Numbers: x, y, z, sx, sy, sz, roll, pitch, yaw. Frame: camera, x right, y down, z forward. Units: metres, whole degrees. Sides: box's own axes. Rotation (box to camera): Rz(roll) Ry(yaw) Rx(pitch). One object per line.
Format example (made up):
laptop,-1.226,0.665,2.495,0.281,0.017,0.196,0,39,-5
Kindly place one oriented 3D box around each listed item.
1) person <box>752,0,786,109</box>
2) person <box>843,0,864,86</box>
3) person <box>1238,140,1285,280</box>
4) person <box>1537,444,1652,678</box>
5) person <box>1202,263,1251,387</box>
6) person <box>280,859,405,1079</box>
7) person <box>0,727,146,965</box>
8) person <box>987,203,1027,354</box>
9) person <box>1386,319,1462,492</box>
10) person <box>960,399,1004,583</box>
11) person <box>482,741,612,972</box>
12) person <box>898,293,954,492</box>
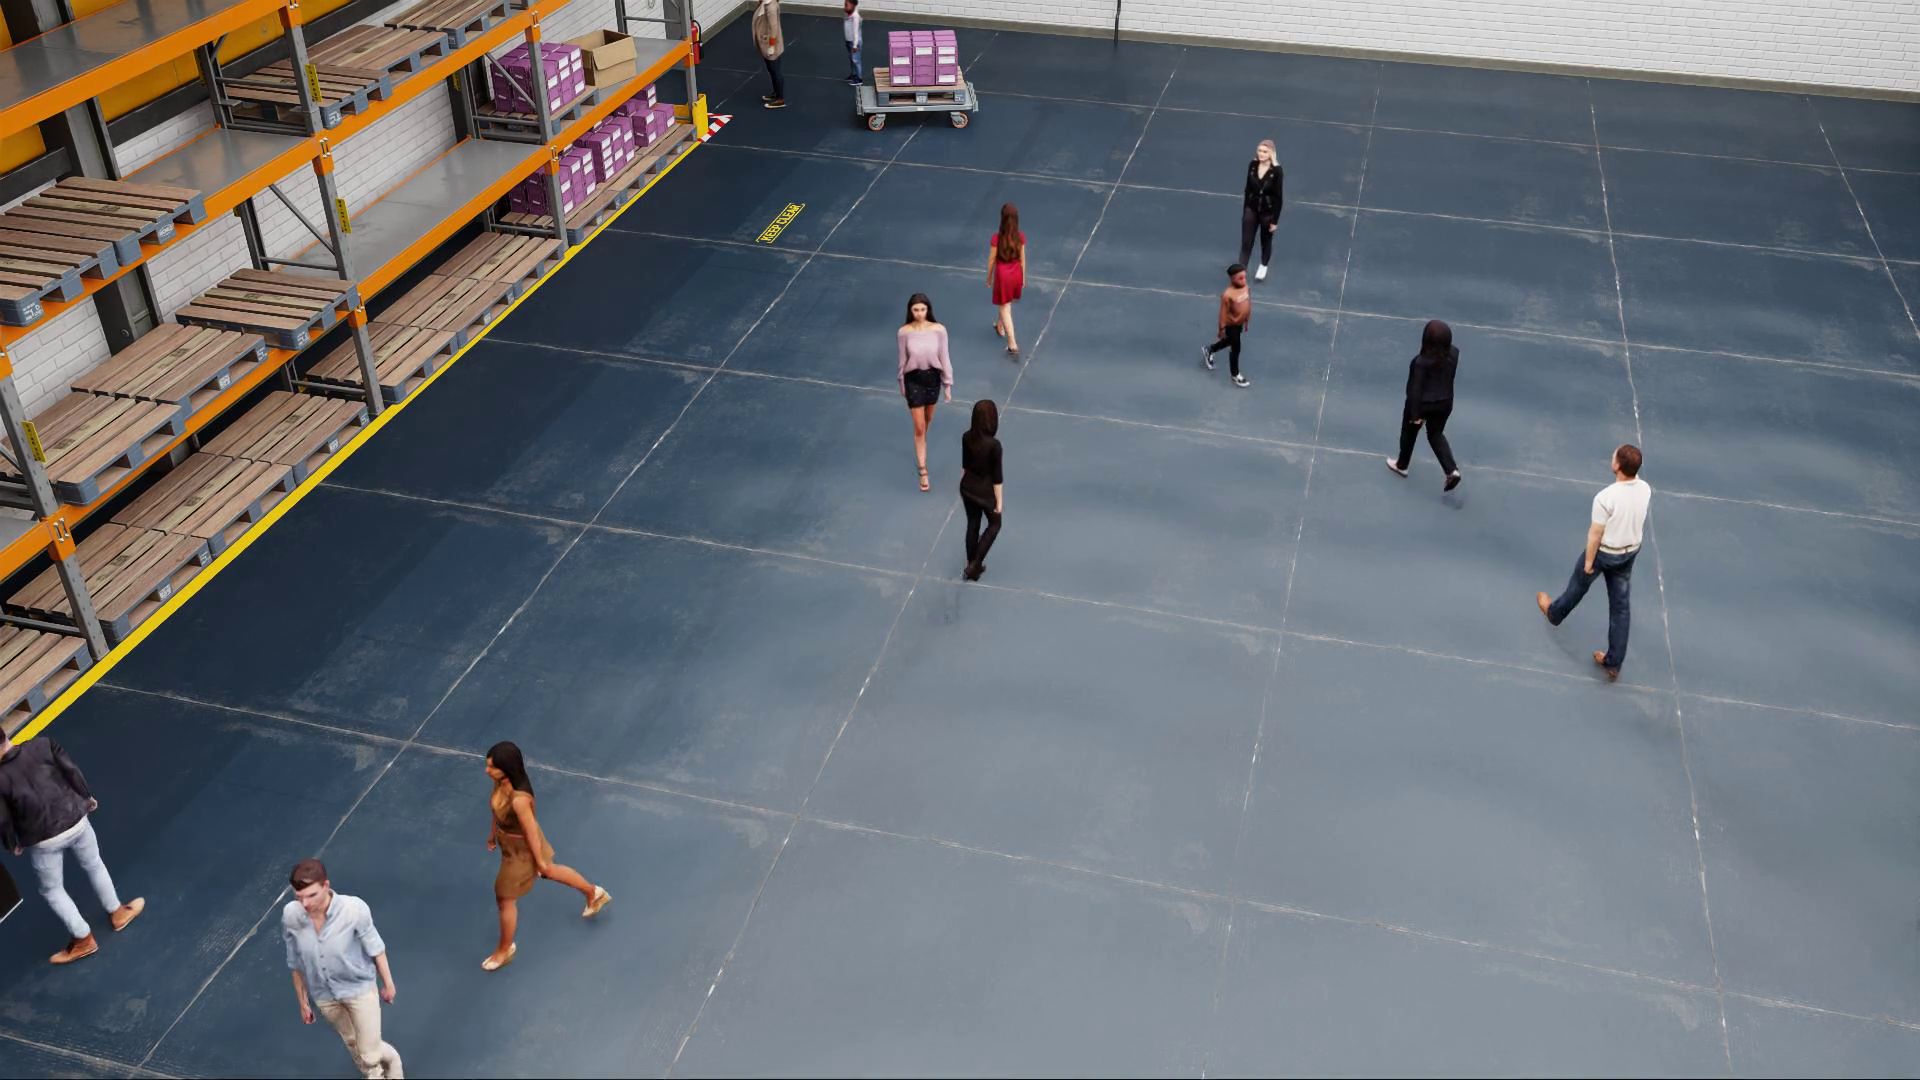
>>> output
person,-2.611,-6.977,23.078,0.854,1.893,0.752,-5,34,-8
person,-1.534,-7.239,24.045,0.618,1.258,0.550,-14,36,-20
person,3.338,-3.569,18.176,0.824,1.643,1.177,17,37,24
person,4.910,0.183,12.385,1.097,1.806,1.314,-9,35,-13
person,2.665,-2.167,16.433,0.879,1.238,0.847,-27,42,-34
person,-3.321,2.369,9.067,0.715,1.838,0.701,2,34,2
person,-5.405,1.732,10.062,0.669,1.798,0.921,-25,41,-32
person,0.490,-2.633,16.872,0.907,1.529,1.083,-11,35,-16
person,4.177,-1.153,14.590,1.014,1.589,1.113,-15,36,-21
person,0.129,-0.341,13.331,0.707,1.632,0.800,19,38,26
person,-2.555,1.837,10.036,1.086,1.651,1.054,-16,37,-23
person,-0.325,-1.388,14.780,0.898,1.771,1.179,-4,34,-5
